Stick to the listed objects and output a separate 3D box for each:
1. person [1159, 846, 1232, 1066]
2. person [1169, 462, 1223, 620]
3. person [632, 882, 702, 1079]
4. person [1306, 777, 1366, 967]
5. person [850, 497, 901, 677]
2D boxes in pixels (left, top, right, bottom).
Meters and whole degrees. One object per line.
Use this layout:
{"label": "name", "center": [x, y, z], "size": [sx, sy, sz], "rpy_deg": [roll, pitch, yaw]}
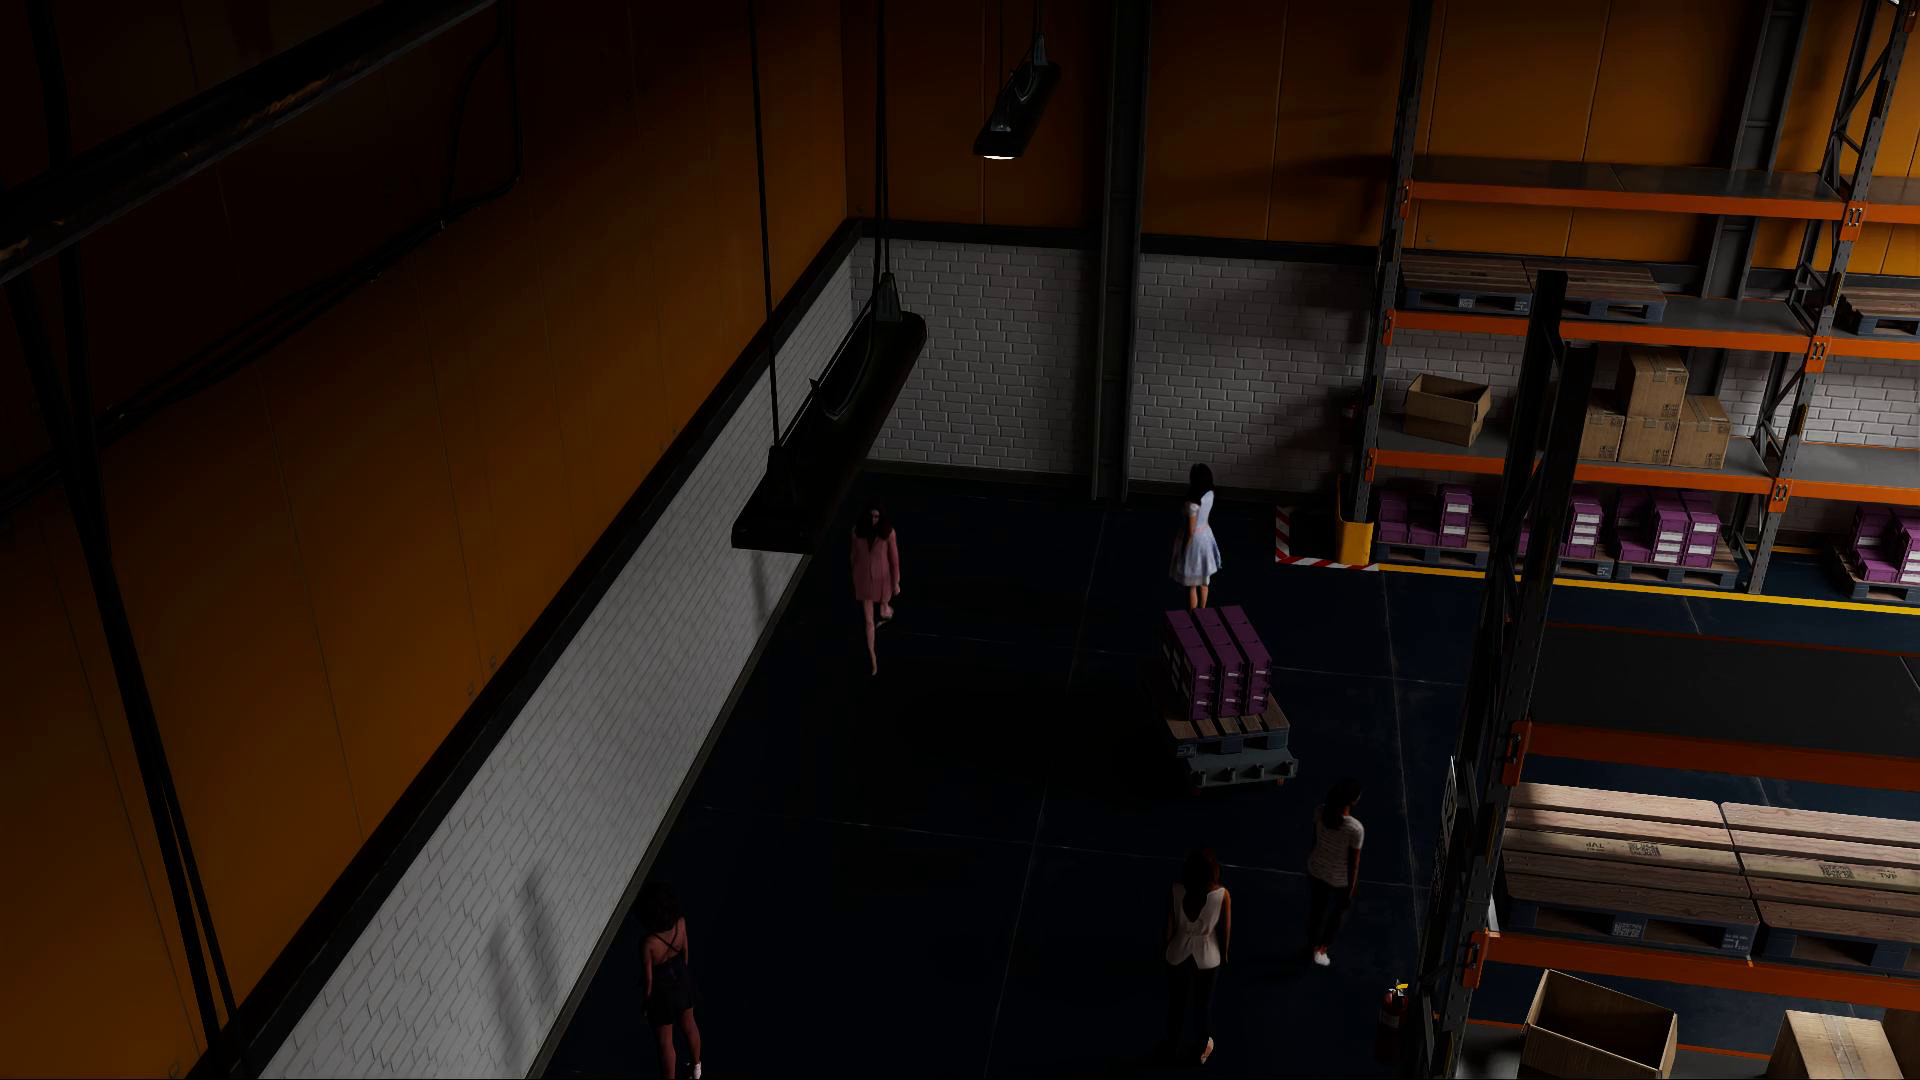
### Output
{"label": "person", "center": [1.552, 2.771, 11.063], "size": [0.452, 1.785, 0.658], "rpy_deg": [5, 29, 9]}
{"label": "person", "center": [2.255, 0.094, 15.936], "size": [0.878, 1.817, 0.835], "rpy_deg": [20, 35, 33]}
{"label": "person", "center": [-1.886, 2.931, 10.767], "size": [0.665, 1.786, 0.638], "rpy_deg": [20, 35, 33]}
{"label": "person", "center": [2.610, 2.421, 11.866], "size": [0.726, 1.630, 0.790], "rpy_deg": [21, 35, 34]}
{"label": "person", "center": [-0.787, 0.348, 15.528], "size": [1.003, 1.762, 0.689], "rpy_deg": [6, 29, 10]}
